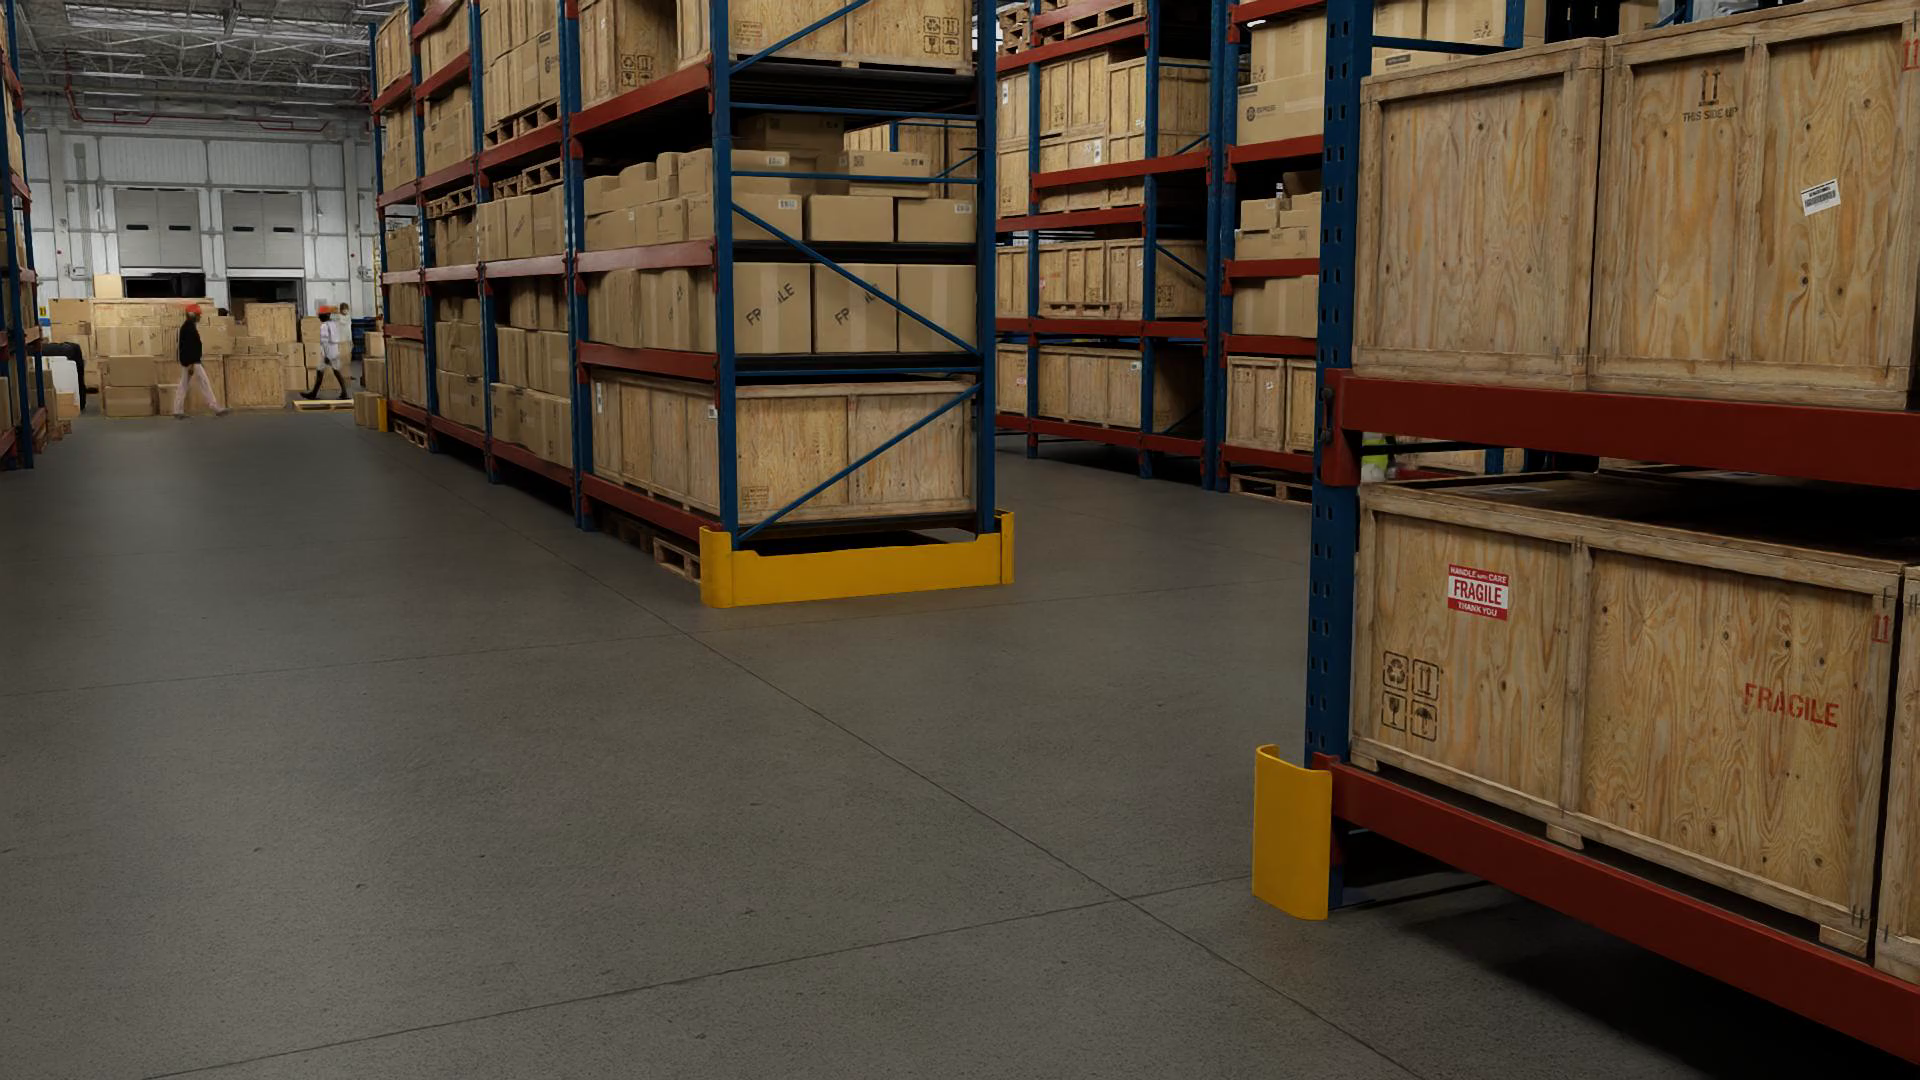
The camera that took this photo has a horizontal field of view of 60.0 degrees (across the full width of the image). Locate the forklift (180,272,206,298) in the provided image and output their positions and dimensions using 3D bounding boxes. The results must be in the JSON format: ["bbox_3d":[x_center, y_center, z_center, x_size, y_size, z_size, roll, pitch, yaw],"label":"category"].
[{"bbox_3d":[-23.404,-6.797,50.961,1.873,2.768,1.129,1,8,5],"label":"forklift"}]

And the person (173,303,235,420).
[{"bbox_3d":[-12.735,-2.982,27.832,0.992,1.943,0.635,-6,10,-35],"label":"person"}]

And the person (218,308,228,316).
[{"bbox_3d":[-15.291,-3.896,34.515,0.630,1.842,0.429,7,11,42],"label":"person"}]

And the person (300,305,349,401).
[{"bbox_3d":[-12.413,-3.627,32.488,0.985,1.883,0.575,1,8,8],"label":"person"}]

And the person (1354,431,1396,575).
[{"bbox_3d":[3.030,-0.584,12.259,0.737,1.672,0.534,-4,9,-28],"label":"person"}]

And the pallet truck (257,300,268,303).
[{"bbox_3d":[-23.913,-7.404,58.171,1.885,1.965,0.823,-1,8,-9],"label":"pallet truck"}]

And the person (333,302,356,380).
[{"bbox_3d":[-15.241,-4.907,41.180,0.371,1.934,0.627,2,8,13],"label":"person"}]
